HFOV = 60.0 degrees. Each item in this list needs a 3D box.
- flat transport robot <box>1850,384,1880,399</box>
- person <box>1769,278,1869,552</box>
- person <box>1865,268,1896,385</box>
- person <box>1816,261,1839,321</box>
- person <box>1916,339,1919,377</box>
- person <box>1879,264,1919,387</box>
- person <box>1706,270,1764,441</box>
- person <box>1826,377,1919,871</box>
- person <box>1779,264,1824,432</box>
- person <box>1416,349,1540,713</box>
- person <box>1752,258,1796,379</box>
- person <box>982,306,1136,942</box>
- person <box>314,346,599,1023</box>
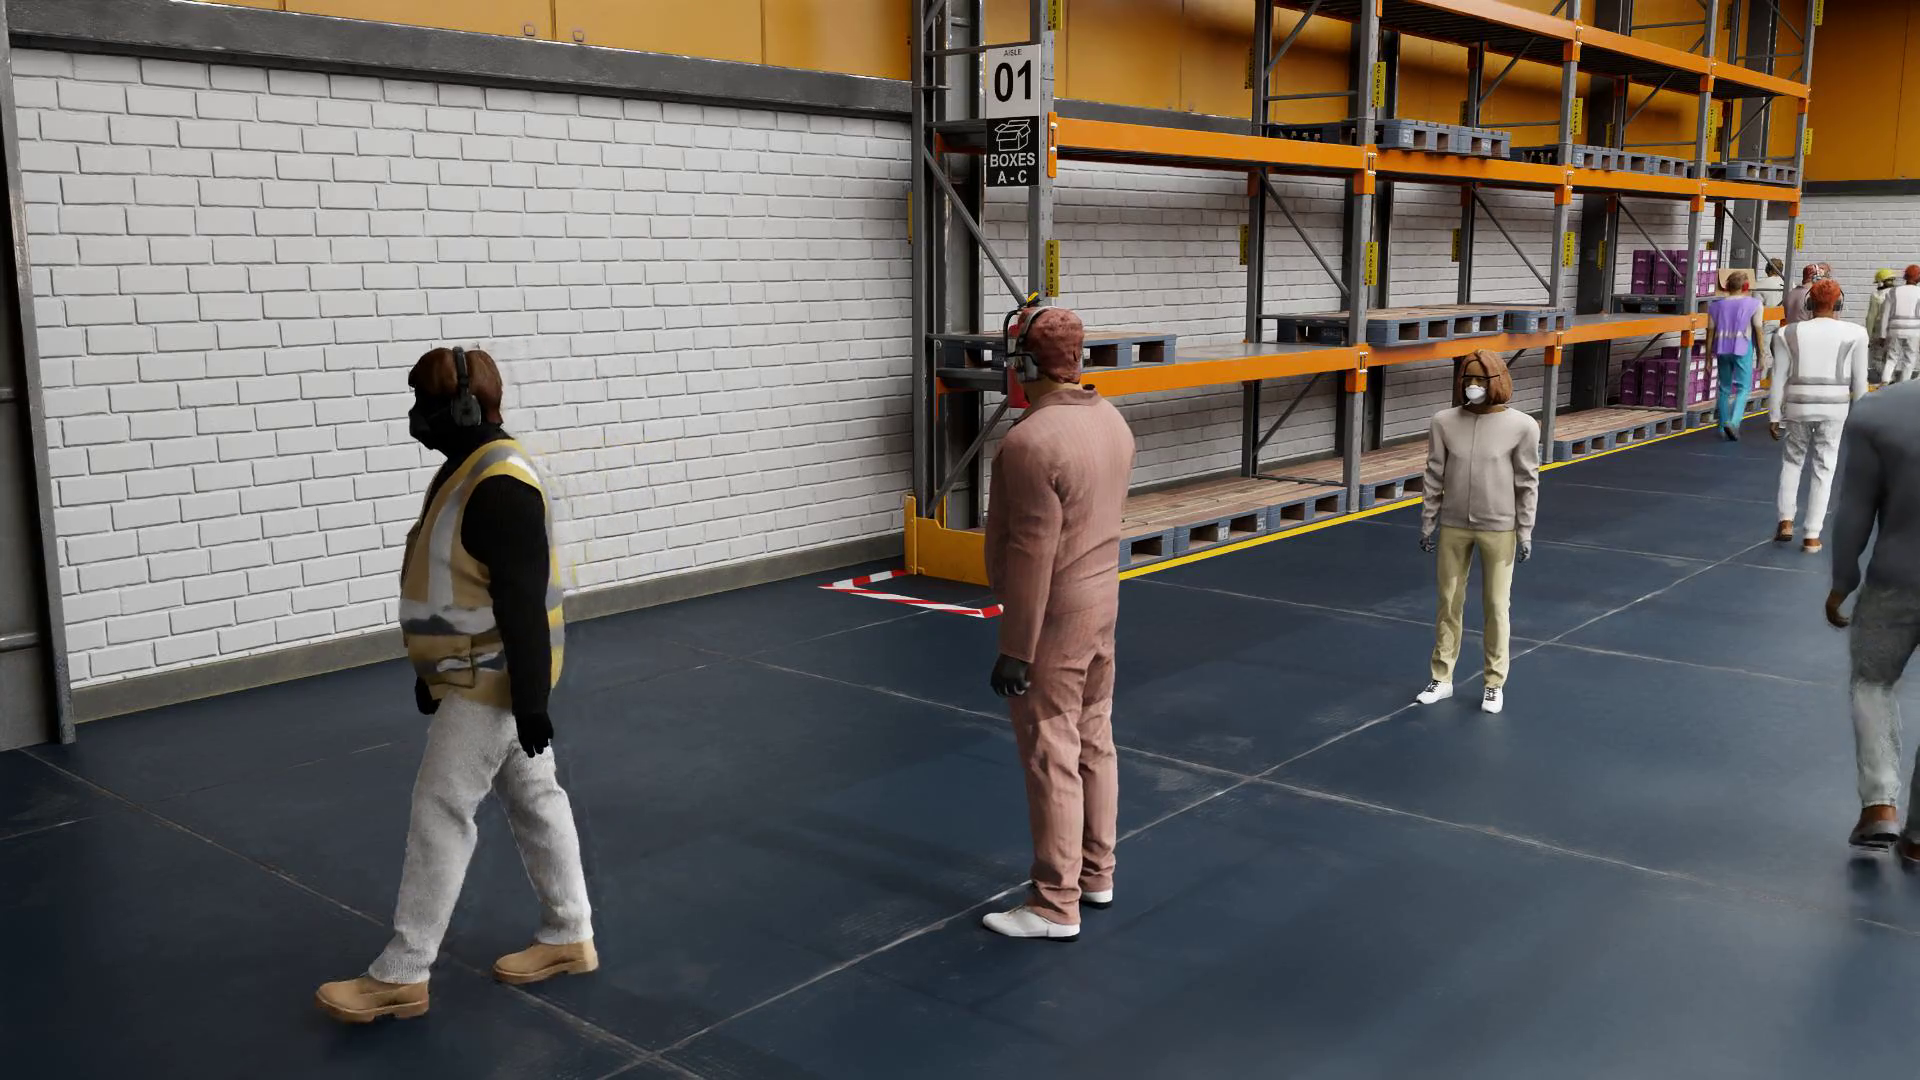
[{"bbox_3d":[12.756,-1.991,22.455,1.431,0.197,0.652,-3,10,-17],"label":"flat transport robot"},{"bbox_3d":[5.890,-0.851,11.427,0.594,1.871,0.461,7,12,33],"label":"person"},{"bbox_3d":[12.598,-2.777,22.582,0.650,1.805,0.588,-2,10,-11],"label":"person"},{"bbox_3d":[12.412,-3.068,24.017,0.513,1.892,0.801,0,10,2],"label":"person"},{"bbox_3d":[13.028,-2.629,22.315,0.846,1.598,0.523,-5,11,-25],"label":"person"},{"bbox_3d":[12.568,-2.730,22.128,0.590,1.868,0.547,8,13,39],"label":"person"},{"bbox_3d":[8.402,-1.991,18.062,0.539,1.863,0.596,-10,14,-44],"label":"person"},{"bbox_3d":[3.241,0.157,5.503,0.660,1.928,0.430,5,11,25],"label":"person"},{"bbox_3d":[9.583,-2.167,18.847,0.400,1.900,0.636,-1,10,-7],"label":"person"},{"bbox_3d":[2.321,-0.041,7.471,0.506,1.632,0.268,6,12,33],"label":"person"},{"bbox_3d":[11.414,-2.997,23.438,0.629,1.940,0.373,-1,10,-4],"label":"person"},{"bbox_3d":[0.269,0.252,5.034,0.400,1.905,0.644,6,12,30],"label":"person"},{"bbox_3d":[-1.419,0.387,4.535,0.876,1.803,0.647,-4,11,-22],"label":"person"}]
